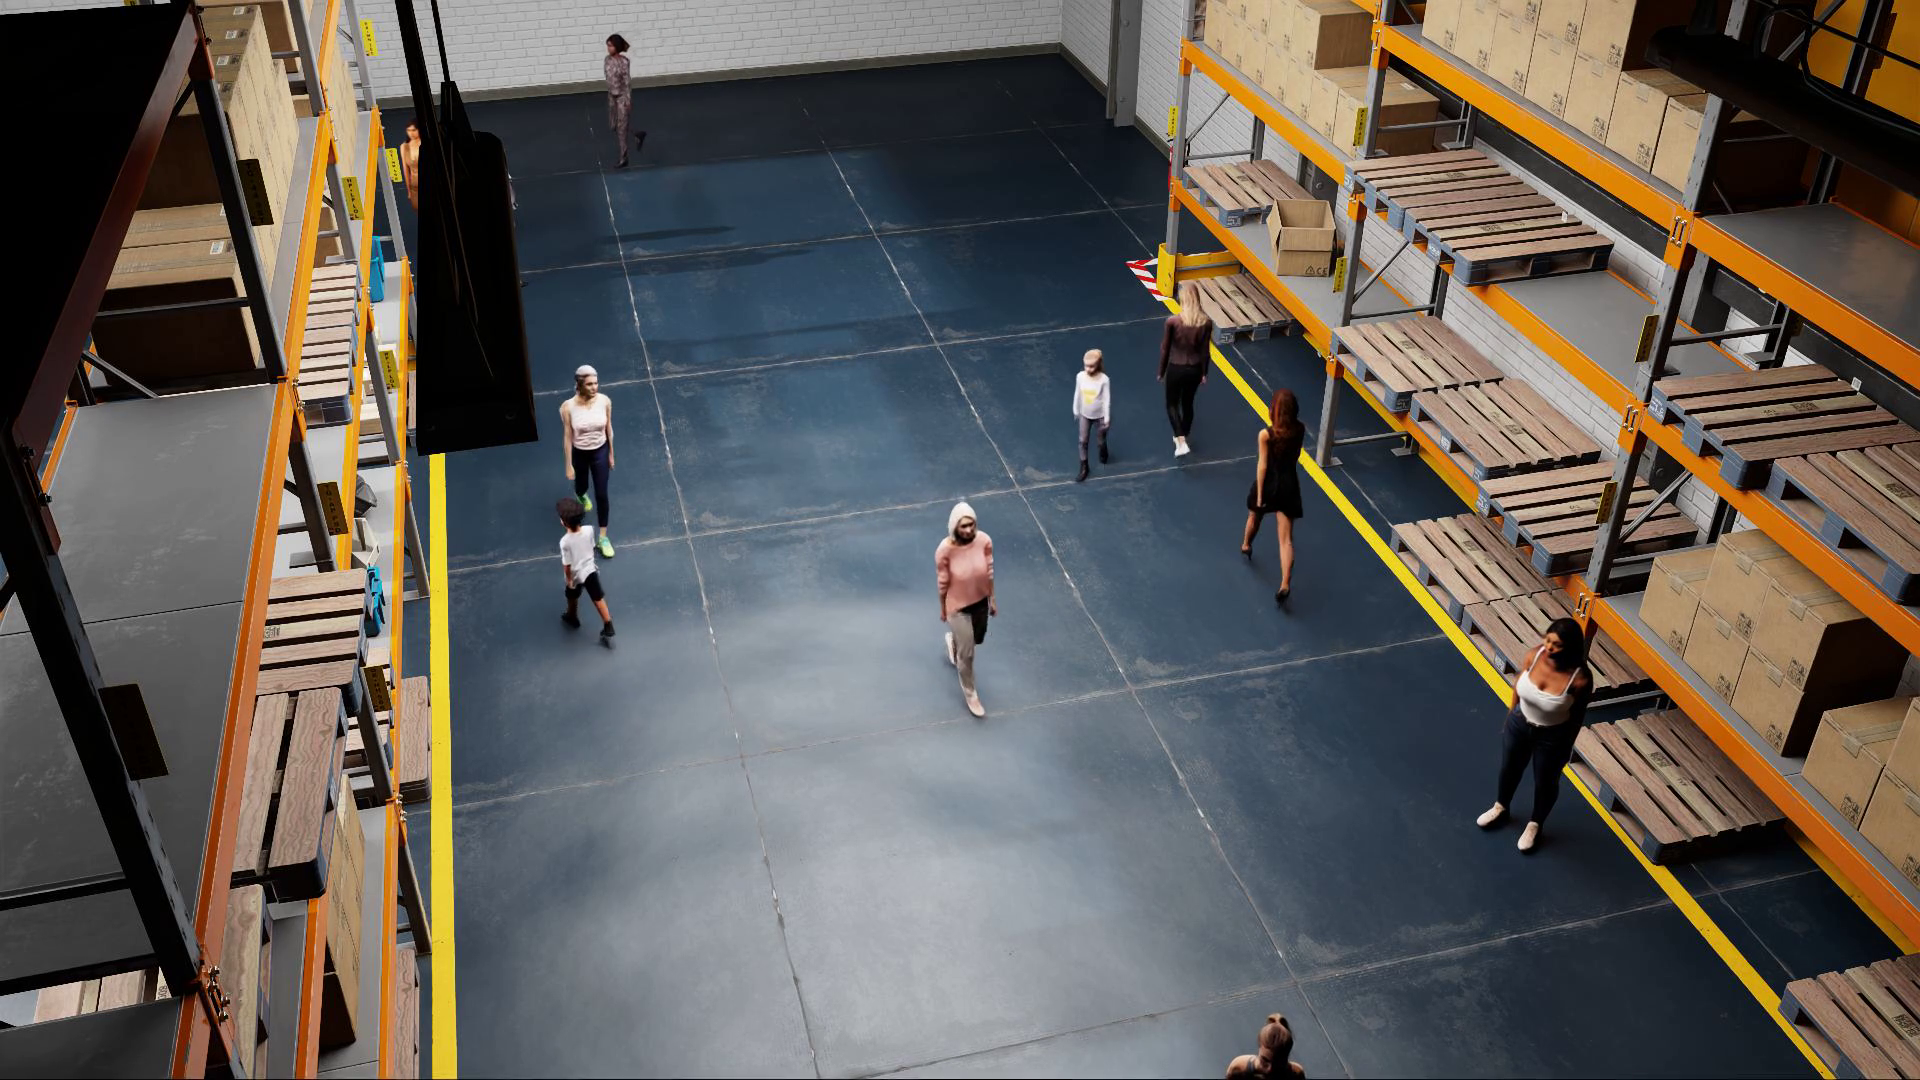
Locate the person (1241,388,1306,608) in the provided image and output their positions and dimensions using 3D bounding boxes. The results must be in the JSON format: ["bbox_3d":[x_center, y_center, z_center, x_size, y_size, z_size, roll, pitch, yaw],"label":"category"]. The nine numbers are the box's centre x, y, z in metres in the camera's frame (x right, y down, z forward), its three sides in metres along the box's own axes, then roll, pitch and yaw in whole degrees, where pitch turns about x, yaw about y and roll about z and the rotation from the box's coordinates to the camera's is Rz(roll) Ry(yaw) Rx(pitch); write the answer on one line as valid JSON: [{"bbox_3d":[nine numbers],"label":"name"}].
[{"bbox_3d":[2.569,-0.309,13.302,0.595,1.779,1.129,-7,34,-10],"label":"person"}]

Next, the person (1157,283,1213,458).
[{"bbox_3d":[2.059,-1.493,15.170,0.639,1.683,0.846,-3,34,-5],"label":"person"}]

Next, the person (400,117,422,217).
[{"bbox_3d":[-6.089,-4.001,18.944,0.614,1.683,0.611,2,34,3],"label":"person"}]

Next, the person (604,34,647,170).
[{"bbox_3d":[-4.324,-5.674,21.444,0.906,1.702,0.938,21,39,29],"label":"person"}]

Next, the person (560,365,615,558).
[{"bbox_3d":[-3.158,-0.736,14.040,0.764,1.675,1.143,-14,36,-20],"label":"person"}]

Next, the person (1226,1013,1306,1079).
[{"bbox_3d":[1.482,3.016,8.366,0.627,1.707,0.618,2,34,3],"label":"person"}]

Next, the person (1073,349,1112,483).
[{"bbox_3d":[1.219,-1.165,15.052,0.709,1.268,0.806,14,36,20],"label":"person"}]

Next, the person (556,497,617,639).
[{"bbox_3d":[-2.910,0.241,12.964,0.731,1.239,0.912,-27,42,-35],"label":"person"}]

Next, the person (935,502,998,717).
[{"bbox_3d":[0.026,0.423,12.266,0.751,1.707,1.054,-16,37,-23],"label":"person"}]

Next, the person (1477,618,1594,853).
[{"bbox_3d":[3.825,1.247,10.935,0.791,1.809,0.684,-26,42,-34],"label":"person"}]
